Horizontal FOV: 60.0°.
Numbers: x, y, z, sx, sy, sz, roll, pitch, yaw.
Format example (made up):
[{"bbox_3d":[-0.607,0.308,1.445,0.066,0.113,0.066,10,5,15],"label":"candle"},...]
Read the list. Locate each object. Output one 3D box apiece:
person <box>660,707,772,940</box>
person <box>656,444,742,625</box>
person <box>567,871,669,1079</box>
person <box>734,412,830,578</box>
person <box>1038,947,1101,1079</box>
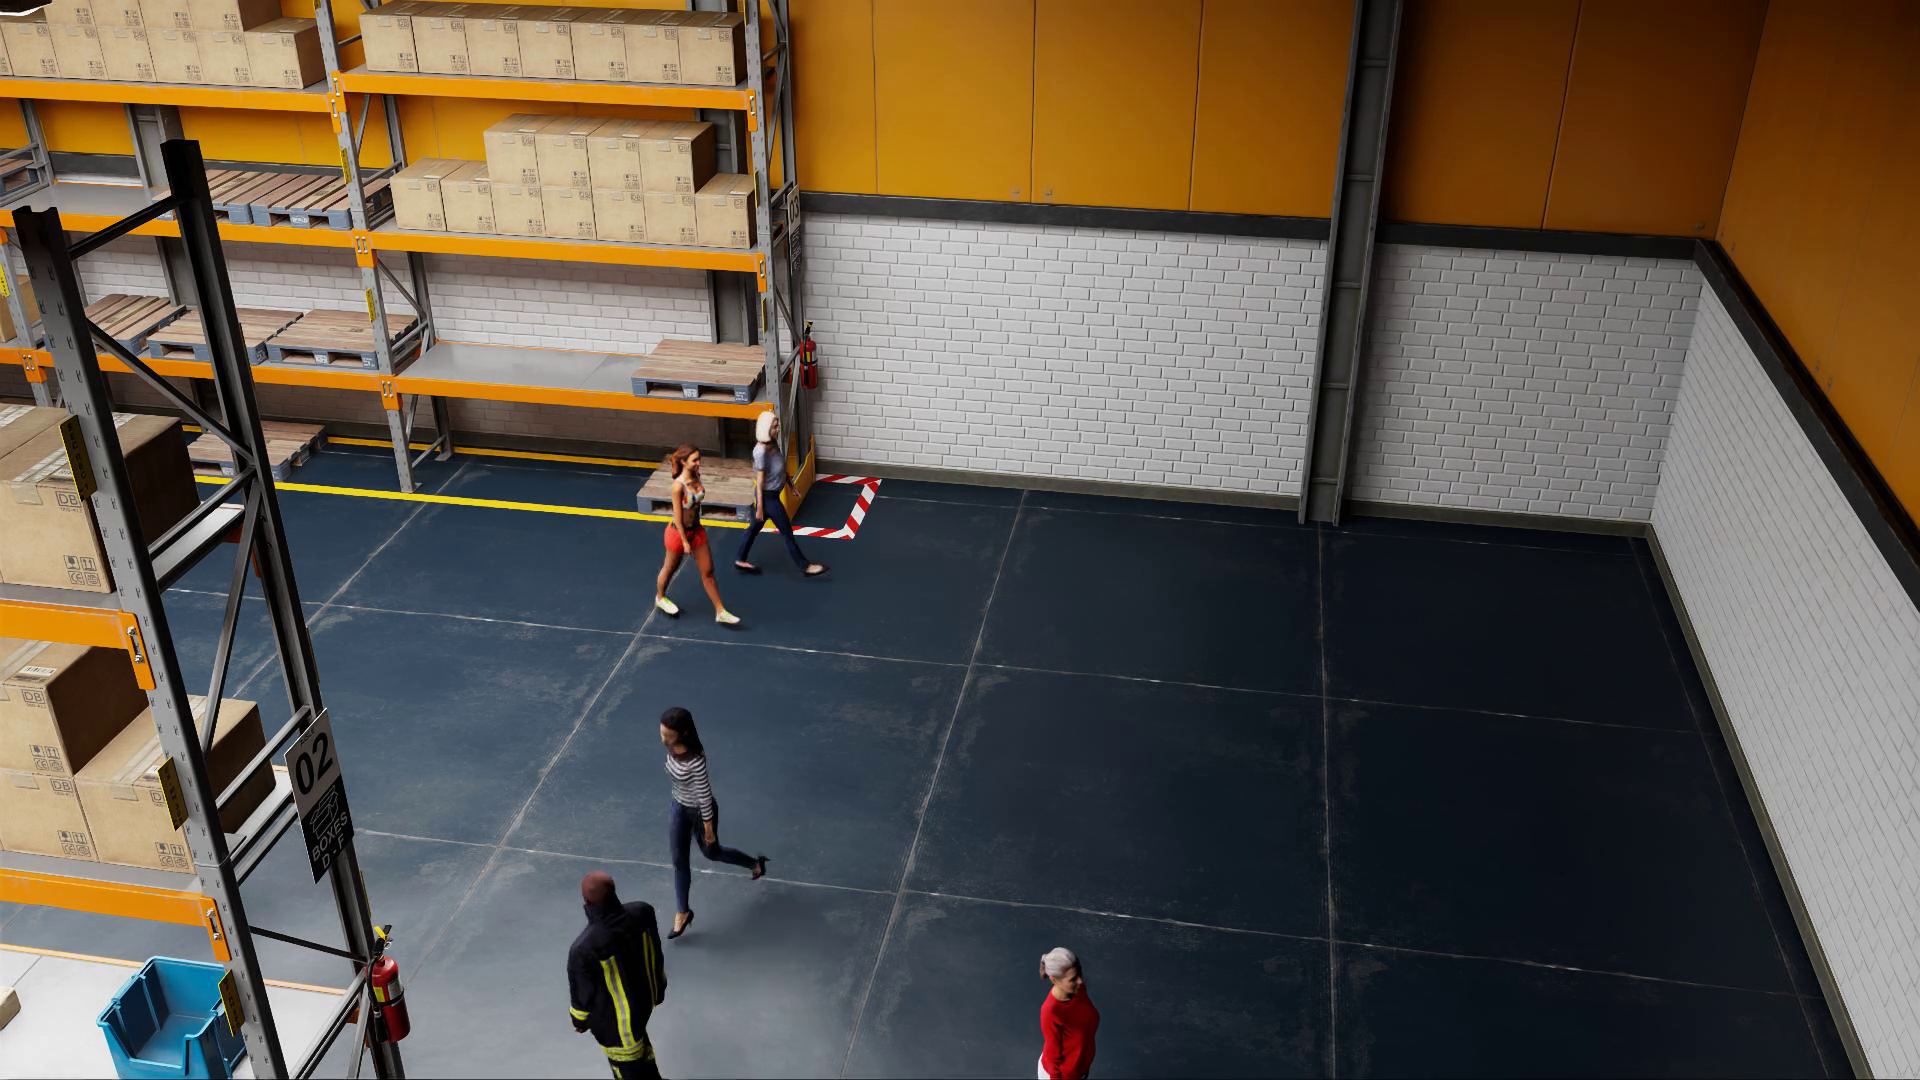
[{"bbox_3d":[-1.707,1.821,11.163,1.081,1.756,1.101,-24,36,-36],"label":"person"},{"bbox_3d":[-2.475,-0.047,14.608,1.182,1.736,0.841,16,33,27],"label":"person"},{"bbox_3d":[-1.887,2.667,9.552,0.928,1.812,0.896,22,35,34],"label":"person"},{"bbox_3d":[-1.847,-0.386,15.302,1.153,1.666,0.640,3,29,5],"label":"person"},{"bbox_3d":[0.566,2.931,9.193,0.641,1.694,0.618,15,32,25],"label":"person"}]
